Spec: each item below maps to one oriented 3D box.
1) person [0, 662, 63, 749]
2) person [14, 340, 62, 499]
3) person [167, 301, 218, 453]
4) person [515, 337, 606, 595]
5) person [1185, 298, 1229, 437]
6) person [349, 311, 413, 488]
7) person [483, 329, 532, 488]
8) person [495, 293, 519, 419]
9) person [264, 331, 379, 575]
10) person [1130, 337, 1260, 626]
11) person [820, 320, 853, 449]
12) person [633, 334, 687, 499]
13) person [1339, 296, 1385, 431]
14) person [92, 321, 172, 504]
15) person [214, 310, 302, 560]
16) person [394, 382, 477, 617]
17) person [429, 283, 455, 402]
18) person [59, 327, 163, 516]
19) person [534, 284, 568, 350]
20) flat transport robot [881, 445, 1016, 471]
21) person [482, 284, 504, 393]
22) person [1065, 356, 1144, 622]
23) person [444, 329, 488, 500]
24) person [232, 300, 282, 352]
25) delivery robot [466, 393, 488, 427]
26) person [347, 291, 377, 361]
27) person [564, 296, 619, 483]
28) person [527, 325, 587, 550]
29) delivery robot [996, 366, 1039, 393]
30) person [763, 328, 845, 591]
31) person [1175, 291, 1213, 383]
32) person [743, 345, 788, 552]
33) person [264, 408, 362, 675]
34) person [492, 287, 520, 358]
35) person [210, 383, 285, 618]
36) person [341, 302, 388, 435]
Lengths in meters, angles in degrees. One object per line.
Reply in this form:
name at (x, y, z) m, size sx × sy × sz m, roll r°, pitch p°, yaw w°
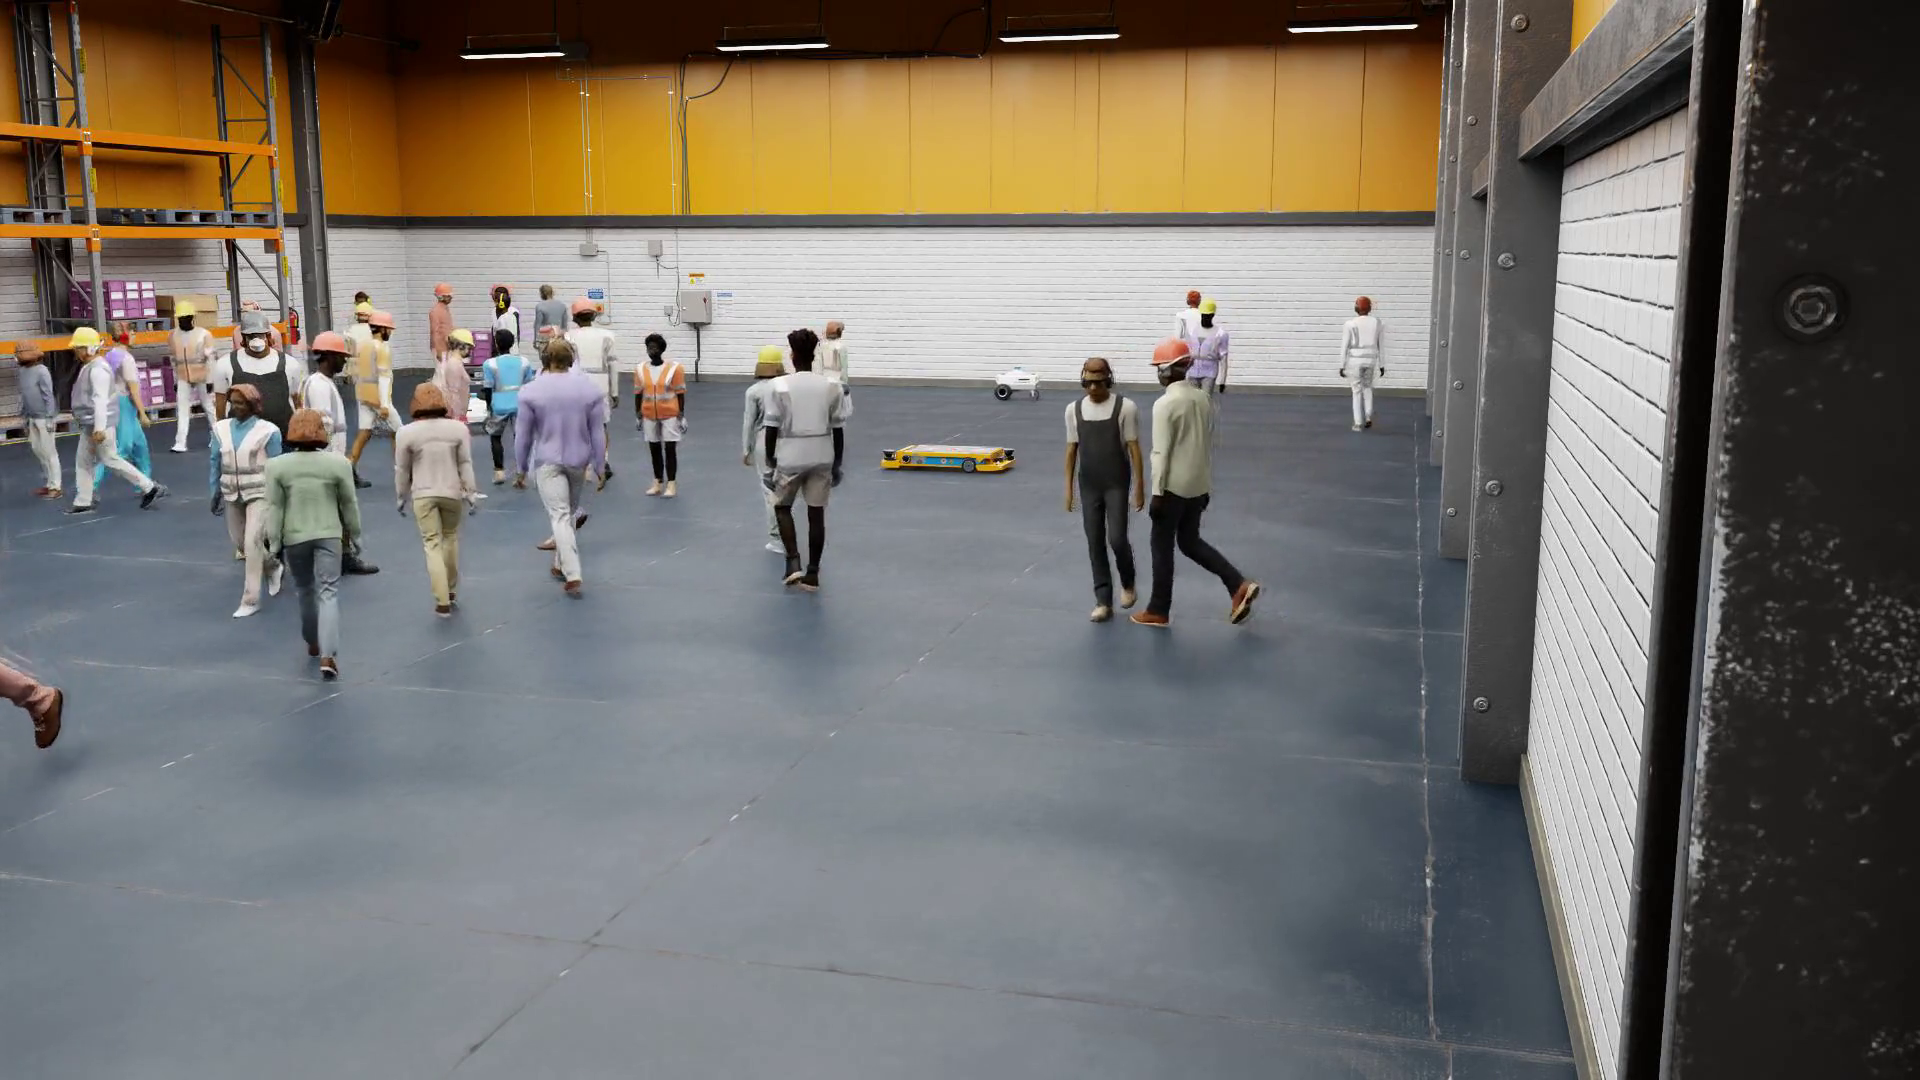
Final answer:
person at (-4.878, 0.207, 8.074) m, size 0.646 × 1.879 × 0.705 m, roll 7°, pitch 12°, yaw 35°
person at (-9.310, -1.219, 16.887) m, size 0.547 × 1.610 × 0.412 m, roll 7°, pitch 12°, yaw 34°
person at (-9.609, -2.049, 20.843) m, size 0.602 × 1.871 × 1.033 m, roll 0°, pitch 10°, yaw 1°
person at (-2.962, -0.555, 12.350) m, size 0.649 × 1.891 × 1.008 m, roll -5°, pitch 11°, yaw -28°
person at (3.102, -2.107, 21.060) m, size 0.620 × 1.904 × 0.784 m, roll 7°, pitch 12°, yaw 35°
person at (-6.183, -1.493, 17.703) m, size 0.557 × 1.874 × 1.032 m, roll 9°, pitch 13°, yaw 41°
person at (-4.788, -1.388, 17.637) m, size 0.548 × 1.682 × 0.540 m, roll -5°, pitch 11°, yaw -27°
person at (-6.730, -2.727, 24.696) m, size 0.317 × 1.865 × 0.510 m, roll 1°, pitch 10°, yaw 7°
person at (-4.980, -0.648, 12.814) m, size 0.792 × 1.909 × 0.573 m, roll -2°, pitch 10°, yaw -13°
person at (1.550, -0.357, 11.049) m, size 0.778 × 1.965 × 0.631 m, roll 7°, pitch 12°, yaw 36°
person at (-1.574, -1.935, 20.854) m, size 0.387 × 1.625 × 0.536 m, roll -9°, pitch 13°, yaw -40°
person at (-3.064, -1.248, 16.895) m, size 0.548 × 1.671 × 0.550 m, roll 2°, pitch 10°, yaw 10°
person at (5.564, -2.440, 23.041) m, size 0.605 × 1.867 × 0.439 m, roll -1°, pitch 10°, yaw -6°
person at (-8.412, -1.271, 16.600) m, size 0.847 × 1.816 × 0.574 m, roll -8°, pitch 13°, yaw -38°
person at (-5.719, -0.864, 13.643) m, size 0.673 × 2.000 × 0.536 m, roll -5°, pitch 11°, yaw -27°
person at (-3.687, -0.298, 11.644) m, size 0.515 × 1.601 × 0.712 m, roll -5°, pitch 11°, yaw -27°
person at (-7.967, -2.971, 25.743) m, size 0.428 × 1.989 × 0.731 m, roll 0°, pitch 10°, yaw 2°
person at (-8.170, -1.140, 15.885) m, size 0.844 × 1.805 × 0.591 m, roll -7°, pitch 12°, yaw -36°
person at (-7.011, -3.475, 28.827) m, size 0.762 × 1.909 × 0.656 m, roll 6°, pitch 12°, yaw 31°
flat transport robot at (-0.128, -0.952, 19.148) m, size 1.431 × 0.197 × 0.652 m, roll 3°, pitch 10°, yaw 15°
person at (-7.904, -3.492, 28.912) m, size 0.856 × 1.911 × 0.564 m, roll 0°, pitch 10°, yaw -3°
person at (0.992, -0.355, 11.374) m, size 0.539 × 1.821 × 0.474 m, roll 4°, pitch 11°, yaw 24°
person at (-5.098, -1.252, 16.718) m, size 0.523 × 1.723 × 0.564 m, roll -3°, pitch 10°, yaw -14°
person at (-8.483, -1.925, 20.030) m, size 0.640 × 1.910 × 0.407 m, roll 2°, pitch 10°, yaw 10°
delivery robot at (-6.604, -1.748, 22.589) m, size 0.707 × 0.478 × 0.477 m, roll -4°, pitch 11°, yaw -20°
person at (-9.472, -3.031, 26.461) m, size 0.506 × 1.848 × 0.450 m, roll -1°, pitch 10°, yaw -5°
person at (-3.976, -1.600, 17.854) m, size 0.627 × 2.023 × 0.532 m, roll -4°, pitch 11°, yaw -21°
person at (-3.416, -0.861, 14.021) m, size 0.426 × 1.895 × 0.667 m, roll -7°, pitch 12°, yaw -36°
delivery robot at (0.961, -2.662, 27.754) m, size 0.707 × 0.478 × 0.477 m, roll 1°, pitch 10°, yaw 5°
person at (-1.163, -0.588, 12.314) m, size 0.632 × 1.953 × 0.447 m, roll -3°, pitch 11°, yaw -19°
person at (3.560, -2.859, 25.394) m, size 0.574 × 1.881 × 0.357 m, roll 0°, pitch 10°, yaw 2°
person at (-1.607, -0.777, 14.010) m, size 0.506 × 1.723 × 0.592 m, roll -6°, pitch 12°, yaw -29°
person at (-3.891, -0.001, 10.031) m, size 0.520 × 1.591 × 0.858 m, roll -3°, pitch 10°, yaw -16°
person at (-7.182, -3.039, 26.301) m, size 0.587 × 1.920 × 0.391 m, roll 7°, pitch 12°, yaw 35°
person at (-4.978, -0.308, 11.712) m, size 0.517 × 1.613 × 0.754 m, roll 2°, pitch 10°, yaw 11°
person at (-7.955, -2.266, 22.246) m, size 0.631 × 1.799 × 0.690 m, roll -4°, pitch 11°, yaw -22°
